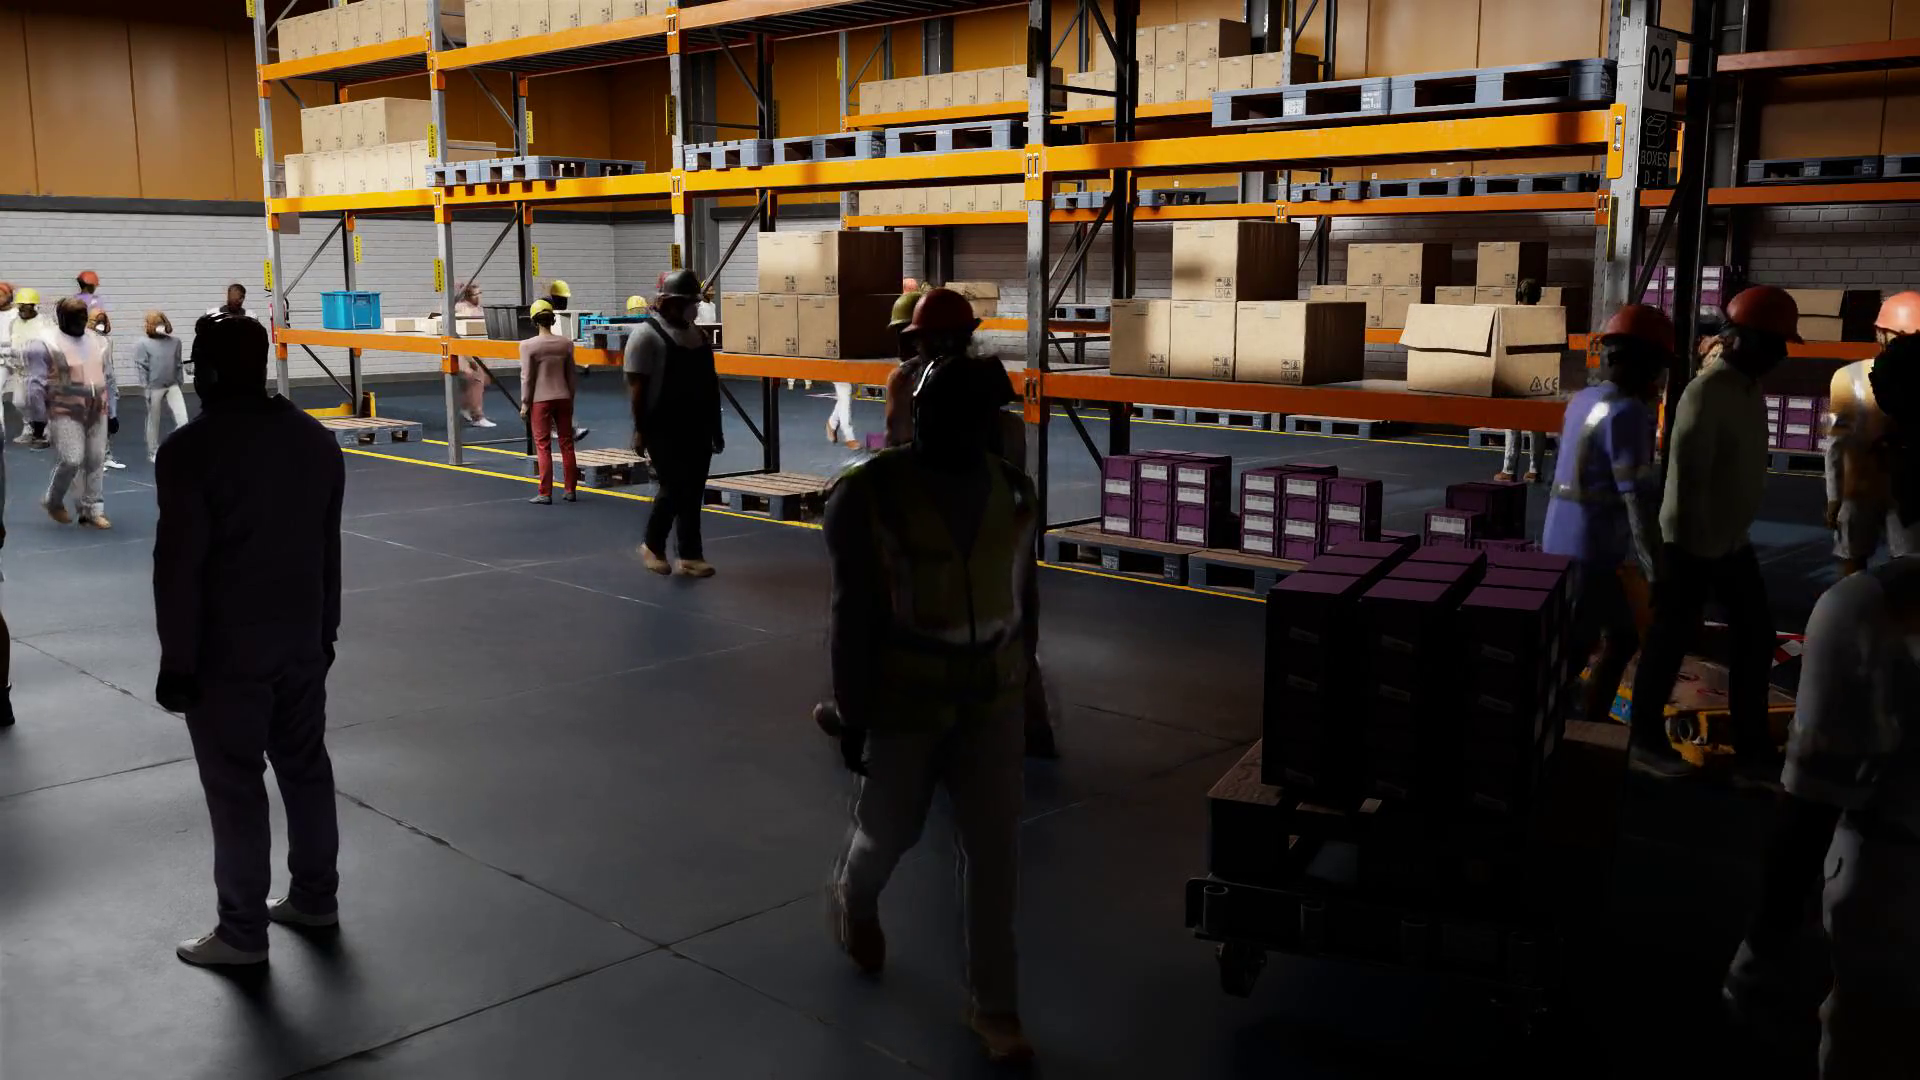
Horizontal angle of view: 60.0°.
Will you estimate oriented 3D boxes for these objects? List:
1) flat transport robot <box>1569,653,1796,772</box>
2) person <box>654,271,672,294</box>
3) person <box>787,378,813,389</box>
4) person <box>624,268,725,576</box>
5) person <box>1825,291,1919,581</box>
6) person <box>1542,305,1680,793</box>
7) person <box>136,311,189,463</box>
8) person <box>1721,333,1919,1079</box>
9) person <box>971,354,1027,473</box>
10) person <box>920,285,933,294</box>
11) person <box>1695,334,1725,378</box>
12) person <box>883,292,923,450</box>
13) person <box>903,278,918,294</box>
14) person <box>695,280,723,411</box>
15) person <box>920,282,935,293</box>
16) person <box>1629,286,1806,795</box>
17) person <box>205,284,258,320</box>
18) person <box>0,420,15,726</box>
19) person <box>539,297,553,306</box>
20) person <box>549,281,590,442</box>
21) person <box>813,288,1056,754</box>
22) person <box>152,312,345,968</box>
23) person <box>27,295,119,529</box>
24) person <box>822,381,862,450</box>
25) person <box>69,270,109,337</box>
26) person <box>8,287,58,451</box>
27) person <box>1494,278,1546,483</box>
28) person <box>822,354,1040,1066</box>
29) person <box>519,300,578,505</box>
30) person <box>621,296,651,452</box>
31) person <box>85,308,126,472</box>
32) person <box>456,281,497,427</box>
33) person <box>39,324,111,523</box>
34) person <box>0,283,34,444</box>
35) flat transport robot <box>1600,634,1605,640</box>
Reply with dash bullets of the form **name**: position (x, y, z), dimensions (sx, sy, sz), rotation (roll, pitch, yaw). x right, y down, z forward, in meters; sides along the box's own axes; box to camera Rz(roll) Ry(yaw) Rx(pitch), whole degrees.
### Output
- **flat transport robot**: position (3.176, 0.707, 7.286), dimensions (0.652, 0.197, 1.431), rotation (-1, 9, -9)
- **person**: position (-3.122, -1.927, 18.168), dimensions (0.388, 1.992, 0.625), rotation (-3, 10, -18)
- **person**: position (-2.728, -3.442, 27.926), dimensions (0.623, 1.845, 0.430), rotation (0, 9, -1)
- **person**: position (-1.807, -0.757, 10.853), dimensions (0.536, 2.000, 0.706), rotation (7, 11, 36)
- **person**: position (4.396, -0.206, 7.872), dimensions (0.562, 1.906, 0.807), rotation (2, 10, 13)
- **person**: position (2.407, 0.078, 6.210), dimensions (0.634, 1.880, 0.692), rotation (1, 9, 8)
- **person**: position (-8.138, -1.547, 17.081), dimensions (0.852, 1.578, 0.512), rotation (6, 11, 35)
- **person**: position (1.550, 0.627, 2.660), dimensions (0.619, 1.947, 0.416), rotation (-3, 10, -18)
- **person**: position (0.132, -0.036, 7.674), dimensions (0.268, 1.632, 0.504), rotation (7, 11, 35)
- **person**: position (-0.424, -2.283, 20.924), dimensions (0.518, 1.808, 0.891), rotation (-5, 11, -29)
- **person**: position (4.515, -0.435, 10.128), dimensions (0.539, 1.625, 0.362), rotation (-2, 9, -13)
- **person**: position (-0.184, -0.291, 8.405), dimensions (0.482, 1.906, 0.673), rotation (6, 11, 33)
- **person**: position (-0.619, -2.094, 19.459), dimensions (0.541, 1.915, 0.450), rotation (-6, 11, -33)
- **person**: position (-3.568, -2.736, 23.513), dimensions (0.311, 1.869, 0.533), rotation (4, 10, 23)
- **person**: position (-0.413, -2.451, 21.827), dimensions (0.549, 1.851, 0.440), rotation (-6, 11, -32)
- **person**: position (2.968, 0.017, 6.348), dimensions (0.661, 1.948, 0.817), rotation (-8, 12, -42)
- **person**: position (-8.585, -2.097, 19.641), dimensions (0.601, 1.857, 0.974), rotation (-3, 10, -16)
- **person**: position (-4.409, -0.108, 7.186), dimensions (0.360, 1.939, 0.543), rotation (6, 11, 32)
- **person**: position (-5.229, -2.243, 21.087), dimensions (0.537, 1.679, 0.727), rotation (0, 9, -2)
- **person**: position (-4.642, -2.089, 19.518), dimensions (0.990, 1.870, 0.616), rotation (7, 12, 37)
- **person**: position (-0.065, -0.061, 6.893), dimensions (1.032, 1.934, 0.628), rotation (2, 10, 13)
- **person**: position (-2.099, 0.287, 4.902), dimensions (0.404, 1.900, 0.637), rotation (4, 10, 21)
- **person**: position (-6.855, -0.979, 12.879), dimensions (0.486, 1.823, 0.642), rotation (5, 11, 29)
- **person**: position (-1.341, -1.997, 18.920), dimensions (0.629, 1.904, 0.931), rotation (-6, 11, -33)
- **person**: position (-12.789, -2.932, 24.294), dimensions (0.605, 2.016, 0.812), rotation (2, 9, 9)
- **person**: position (-10.277, -1.889, 18.469), dimensions (0.596, 1.817, 0.422), rotation (1, 9, 4)
- **person**: position (5.322, -1.494, 15.682), dimensions (0.635, 1.938, 0.359), rotation (-2, 9, -11)
- **person**: position (-0.081, 0.402, 4.458), dimensions (0.625, 1.814, 0.827), rotation (-4, 10, -22)
- **person**: position (-3.553, -1.182, 14.330), dimensions (0.524, 1.759, 0.337), rotation (-8, 12, -41)
- **person**: position (-3.430, -1.752, 17.886), dimensions (0.314, 1.737, 0.484), rotation (9, 13, 44)
- **person**: position (-8.640, -1.507, 16.699), dimensions (0.281, 1.633, 0.498), rotation (2, 9, 10)
- **person**: position (-6.205, -2.355, 21.155), dimensions (0.472, 1.875, 0.666), rotation (0, 9, -2)
- **person**: position (-7.150, -0.946, 13.407), dimensions (0.527, 1.584, 0.883), rotation (-8, 12, -39)
- **person**: position (-10.952, -2.003, 19.043), dimensions (0.611, 1.853, 0.794), rotation (1, 9, 8)
- **flat transport robot**: position (2.736, 0.550, 8.250), dimensions (1.431, 0.197, 0.652), rotation (-2, 9, -9)
